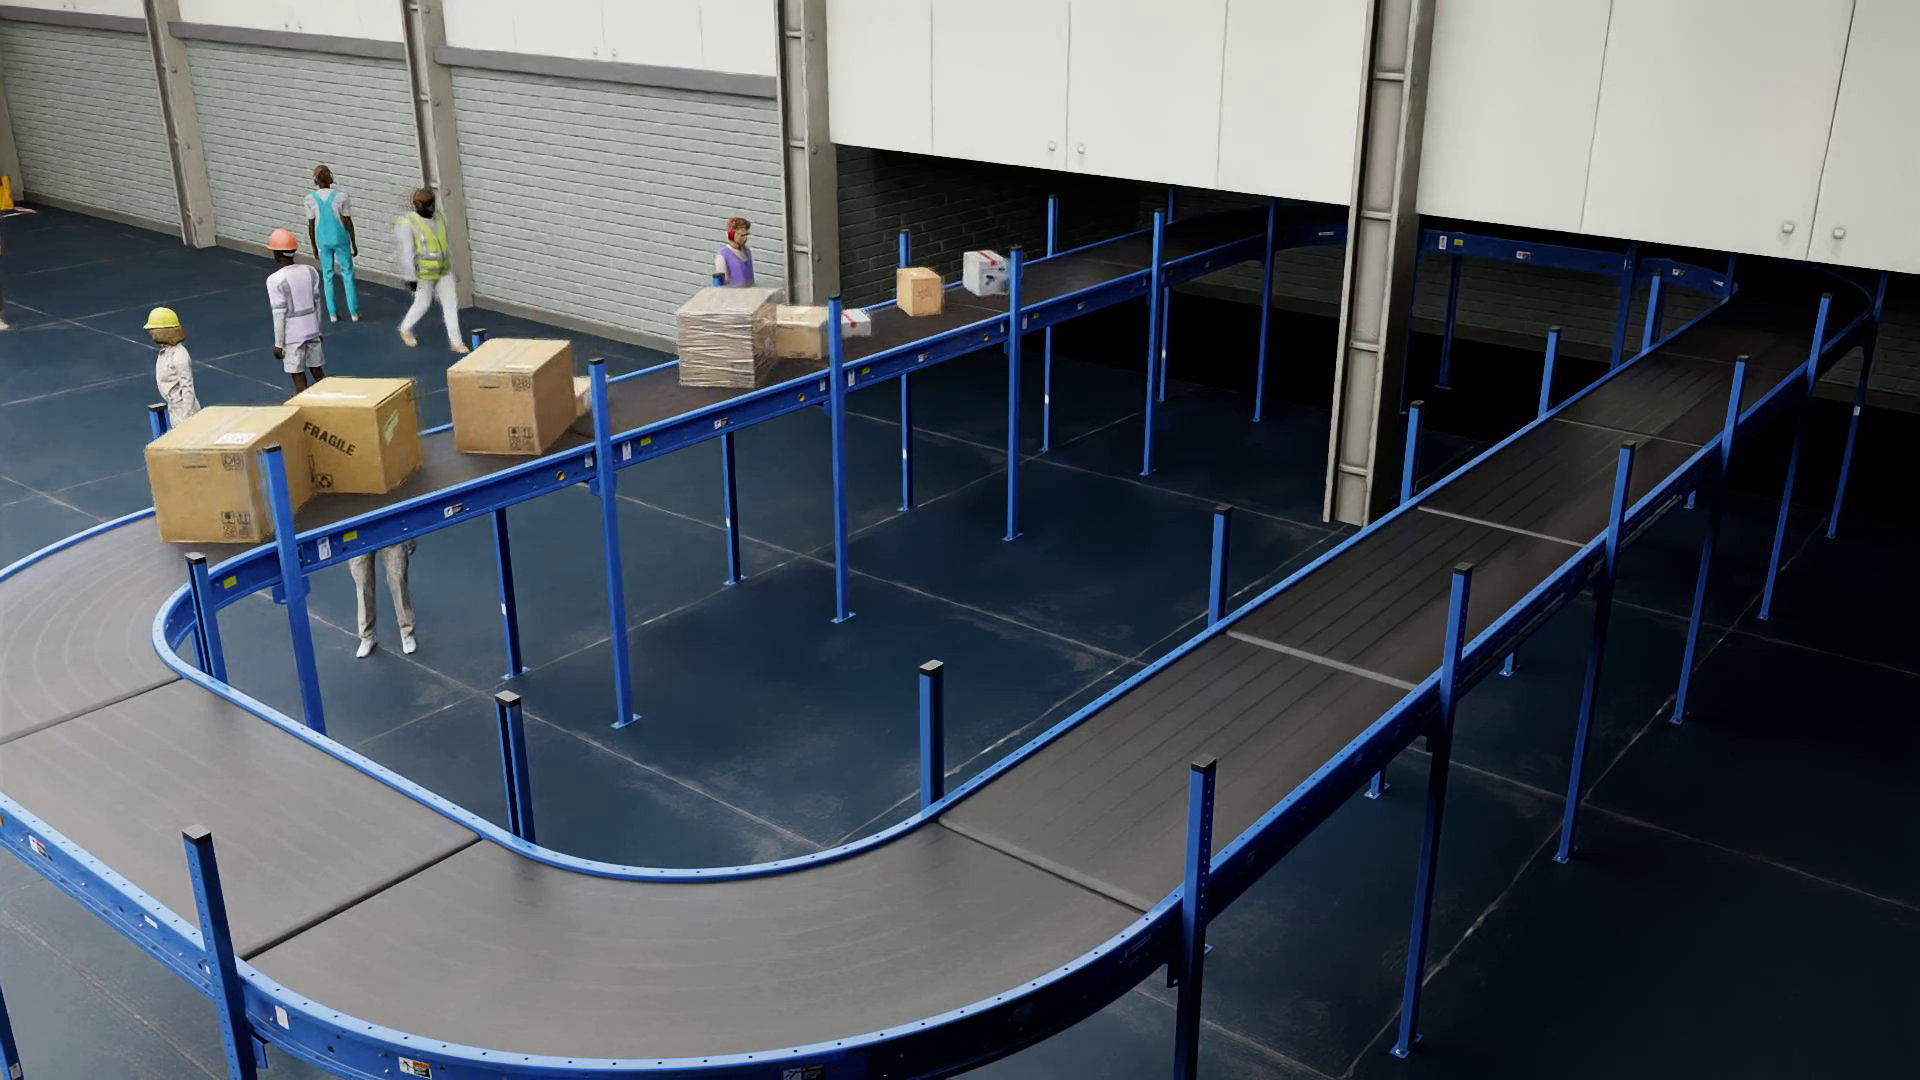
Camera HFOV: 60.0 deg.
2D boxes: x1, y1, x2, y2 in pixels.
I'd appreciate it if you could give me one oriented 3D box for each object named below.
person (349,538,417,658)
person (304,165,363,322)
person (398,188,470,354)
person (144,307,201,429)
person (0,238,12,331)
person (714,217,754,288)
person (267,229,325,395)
[{"bbox_3d":[-3.855,-0.012,10.978,0.520,1.639,0.312,-4,22,-10],"label":"person"},{"bbox_3d":[-7.335,-3.459,19.477,0.515,1.840,0.352,-3,22,-7],"label":"person"},{"bbox_3d":[-5.861,-2.957,18.240,0.844,1.817,0.637,13,25,30],"label":"person"},{"bbox_3d":[-6.277,-1.015,13.387,0.296,1.745,0.484,-16,27,-35],"label":"person"},{"bbox_3d":[-11.353,-3.377,19.074,0.715,1.987,0.409,-3,22,-7],"label":"person"},{"bbox_3d":[-2.217,-2.273,16.457,0.389,1.837,0.563,8,23,19],"label":"person"},{"bbox_3d":[-6.134,-1.906,15.390,0.360,1.939,0.543,11,24,25],"label":"person"}]
